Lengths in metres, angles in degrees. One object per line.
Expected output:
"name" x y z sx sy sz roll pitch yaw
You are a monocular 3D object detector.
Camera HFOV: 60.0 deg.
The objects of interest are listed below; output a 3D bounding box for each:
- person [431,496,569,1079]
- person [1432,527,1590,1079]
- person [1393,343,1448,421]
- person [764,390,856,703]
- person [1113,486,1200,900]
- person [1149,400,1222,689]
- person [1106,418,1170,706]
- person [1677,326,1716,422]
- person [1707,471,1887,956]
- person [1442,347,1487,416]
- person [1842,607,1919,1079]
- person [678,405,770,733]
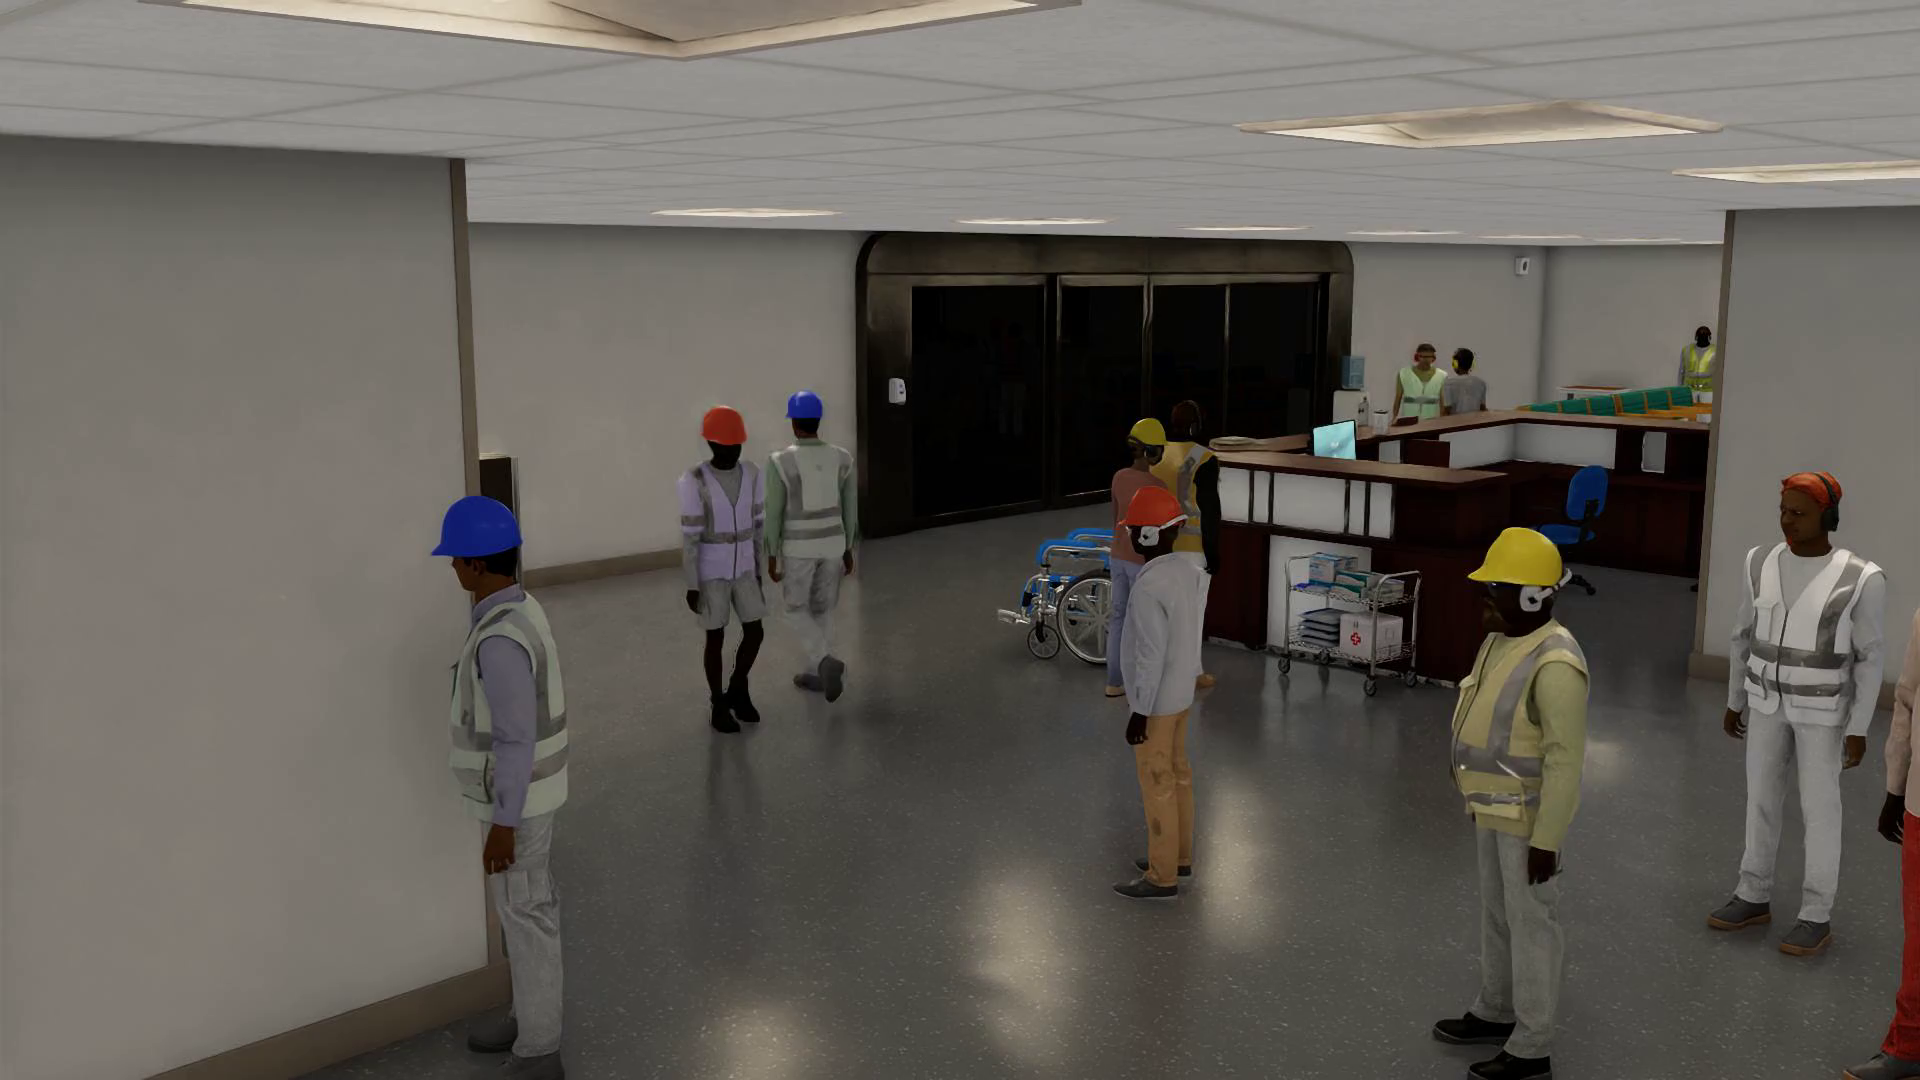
"person" -1.465 0.819 5.380 0.402 1.944 0.605 -2 9 -12
"person" 1.807 0.866 5.435 0.403 1.833 0.593 0 9 -1
"person" 5.219 -1.320 18.890 0.597 1.817 0.491 1 9 4
"person" -0.884 0.049 10.187 0.613 1.928 0.766 -6 11 -32
"person" 0.818 0.642 7.051 0.343 1.749 0.572 4 10 24
"person" 1.426 0.032 10.569 0.430 1.835 0.619 -6 11 -33
"person" 1.108 0.133 10.169 0.342 1.756 0.518 -6 11 -31
"person" 10.748 -2.187 24.164 0.630 1.836 0.430 7 11 35
"person" 3.268 0.668 6.500 0.339 1.879 0.584 -6 11 -31
"person" 5.244 -1.056 17.213 0.558 1.849 0.650 -1 9 -9
"person" 3.122 0.832 5.141 0.376 1.997 0.612 -3 10 -20
"person" -1.318 0.179 9.429 0.559 1.903 0.508 -7 11 -35
